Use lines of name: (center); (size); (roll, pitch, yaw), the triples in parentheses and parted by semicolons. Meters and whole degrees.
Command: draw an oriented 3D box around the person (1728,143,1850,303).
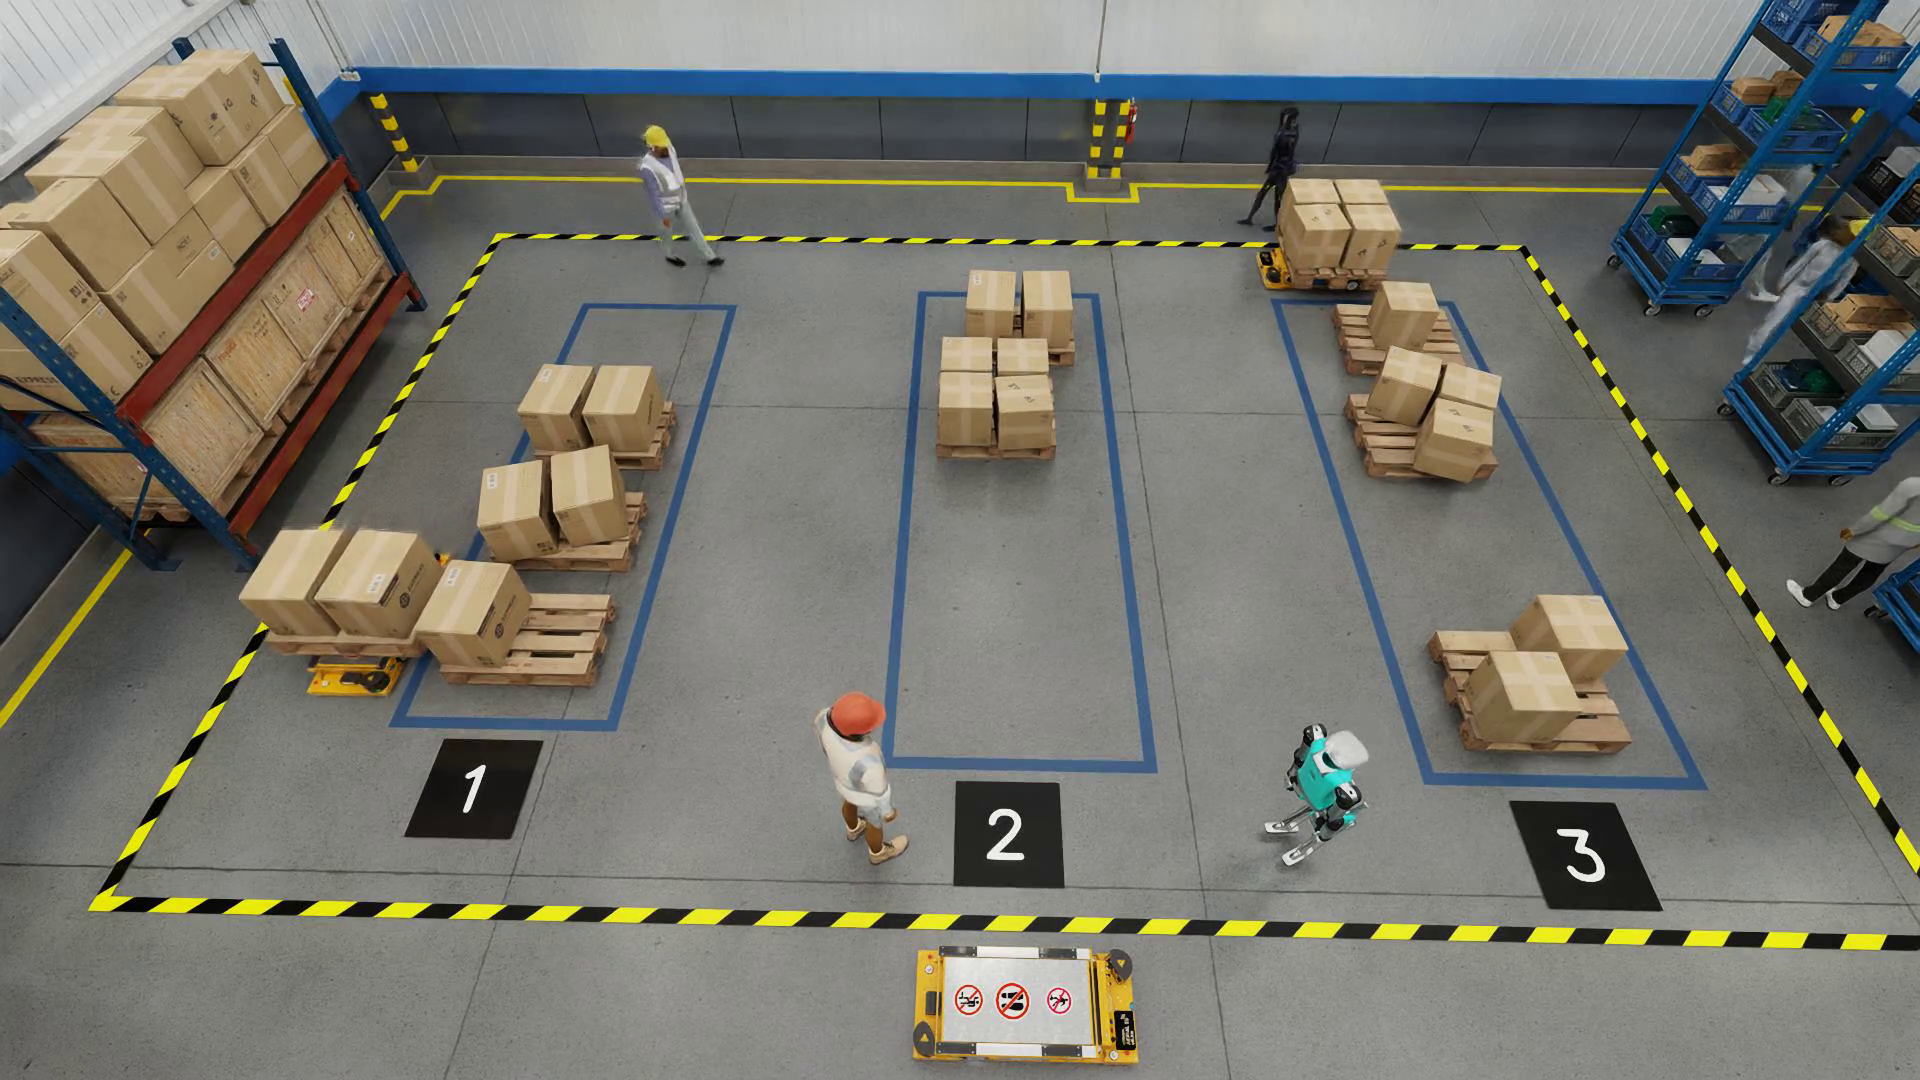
person: (9.354, -3.613, 10.433); (0.528, 1.809, 0.989); (-32, 58, -23)

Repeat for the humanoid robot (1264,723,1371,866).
humanoid robot: (2.500, 1.685, 6.076); (0.735, 1.681, 0.533); (-11, 52, -9)

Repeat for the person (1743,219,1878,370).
person: (8.957, -2.587, 9.672); (0.477, 1.701, 0.843); (12, 52, 10)

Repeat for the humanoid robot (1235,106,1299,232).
humanoid robot: (3.899, -4.528, 11.280); (0.626, 1.636, 0.608); (-5, 51, -4)

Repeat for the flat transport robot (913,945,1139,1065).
flat transport robot: (0.422, 3.041, 6.007); (1.431, 0.231, 0.659); (1, 51, 1)

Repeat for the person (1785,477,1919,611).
person: (7.633, -0.076, 7.527); (0.588, 1.850, 0.396); (10, 52, 8)

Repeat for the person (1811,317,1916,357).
person: (9.765, -2.347, 9.399); (0.518, 1.837, 0.820); (-26, 56, -20)

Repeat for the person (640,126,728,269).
person: (-3.300, -3.933, 10.707); (0.900, 1.785, 0.624); (21, 54, 16)

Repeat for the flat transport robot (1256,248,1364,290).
flat transport robot: (4.408, -3.338, 11.189); (1.431, 0.197, 0.652); (1, 51, 1)

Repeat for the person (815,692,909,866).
person: (-0.633, 1.578, 6.057); (0.370, 2.040, 0.615); (-36, 59, -25)

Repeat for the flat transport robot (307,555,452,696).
flat transport robot: (-5.009, 0.676, 7.917); (0.652, 0.197, 1.431); (1, 51, 1)
